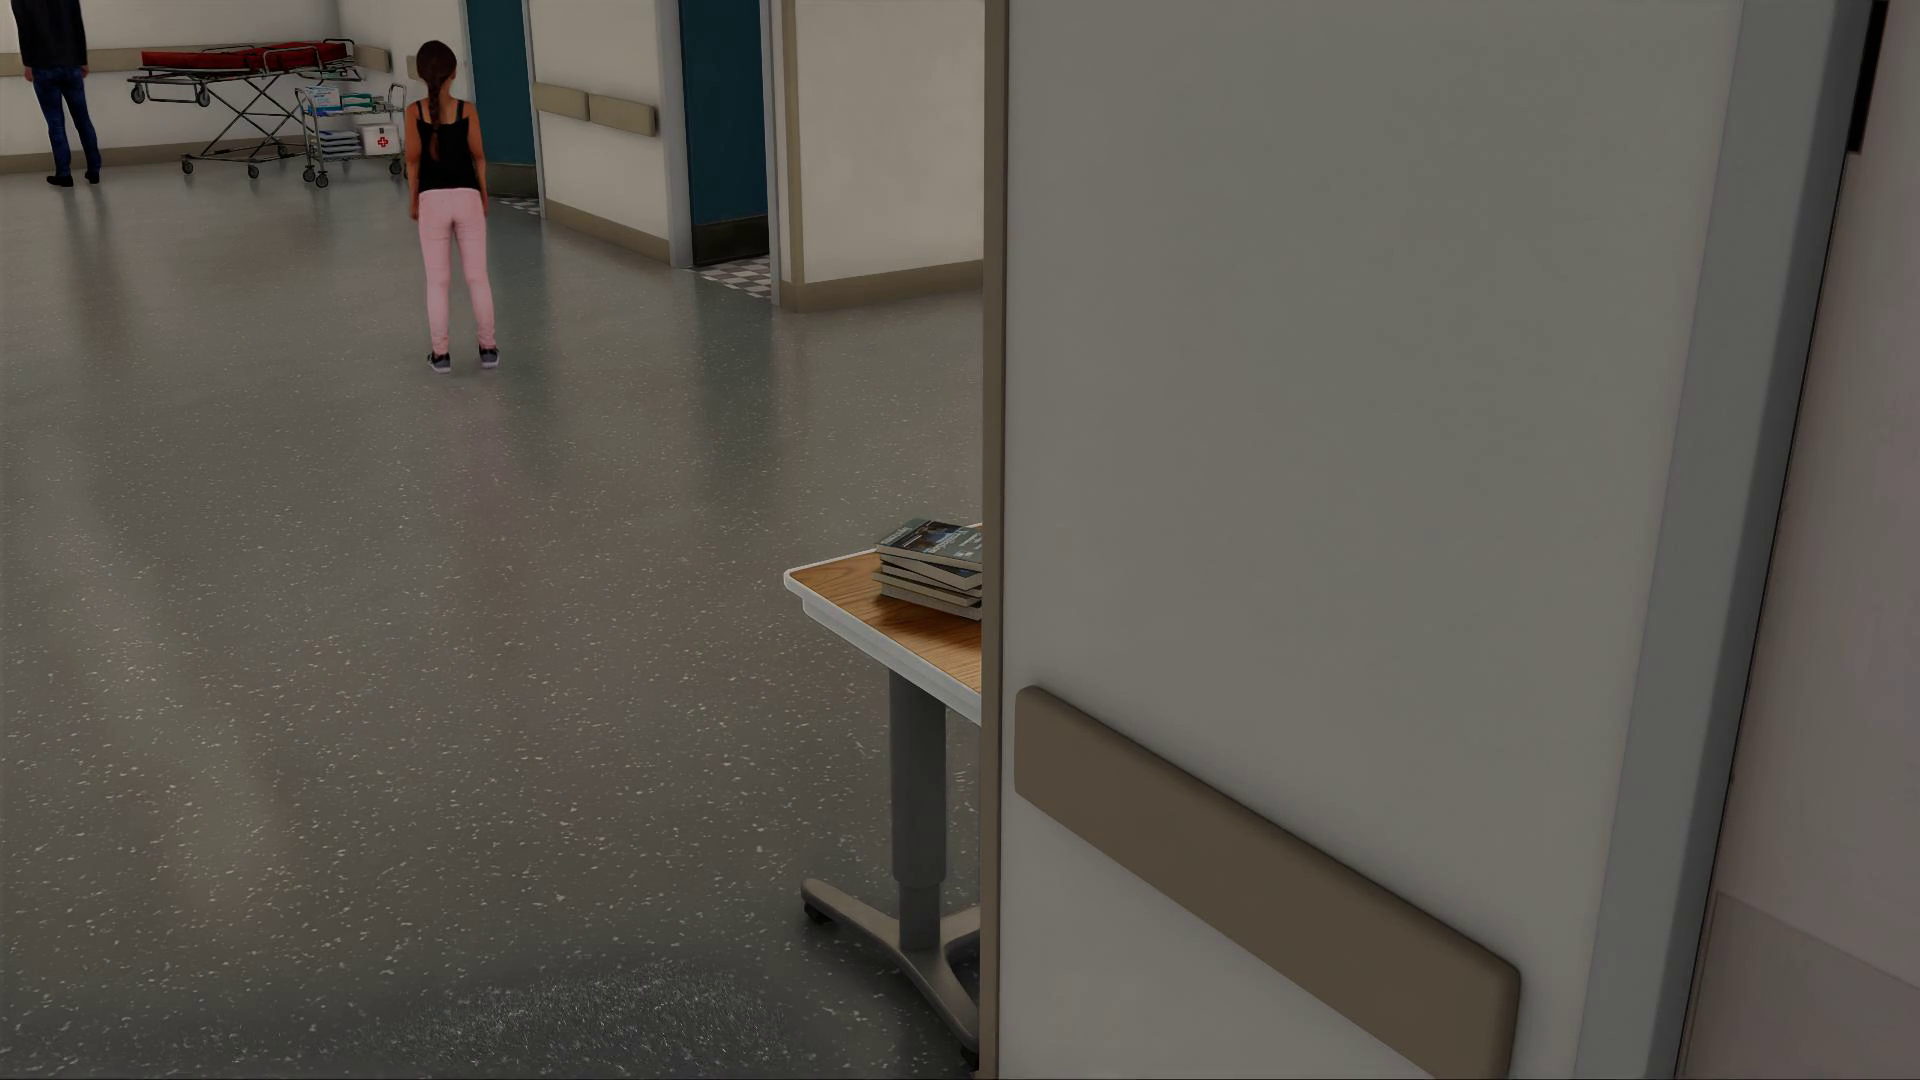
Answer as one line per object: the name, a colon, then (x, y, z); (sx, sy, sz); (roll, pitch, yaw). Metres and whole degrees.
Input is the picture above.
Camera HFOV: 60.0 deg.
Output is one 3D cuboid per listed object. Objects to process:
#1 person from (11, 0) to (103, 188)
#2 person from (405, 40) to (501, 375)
person: (-7.321, -3.843, 13.472); (0.671, 1.893, 0.730); (16, 26, 37)
person: (-2.447, -1.595, 8.004); (0.575, 1.563, 0.578); (-8, 22, -20)
